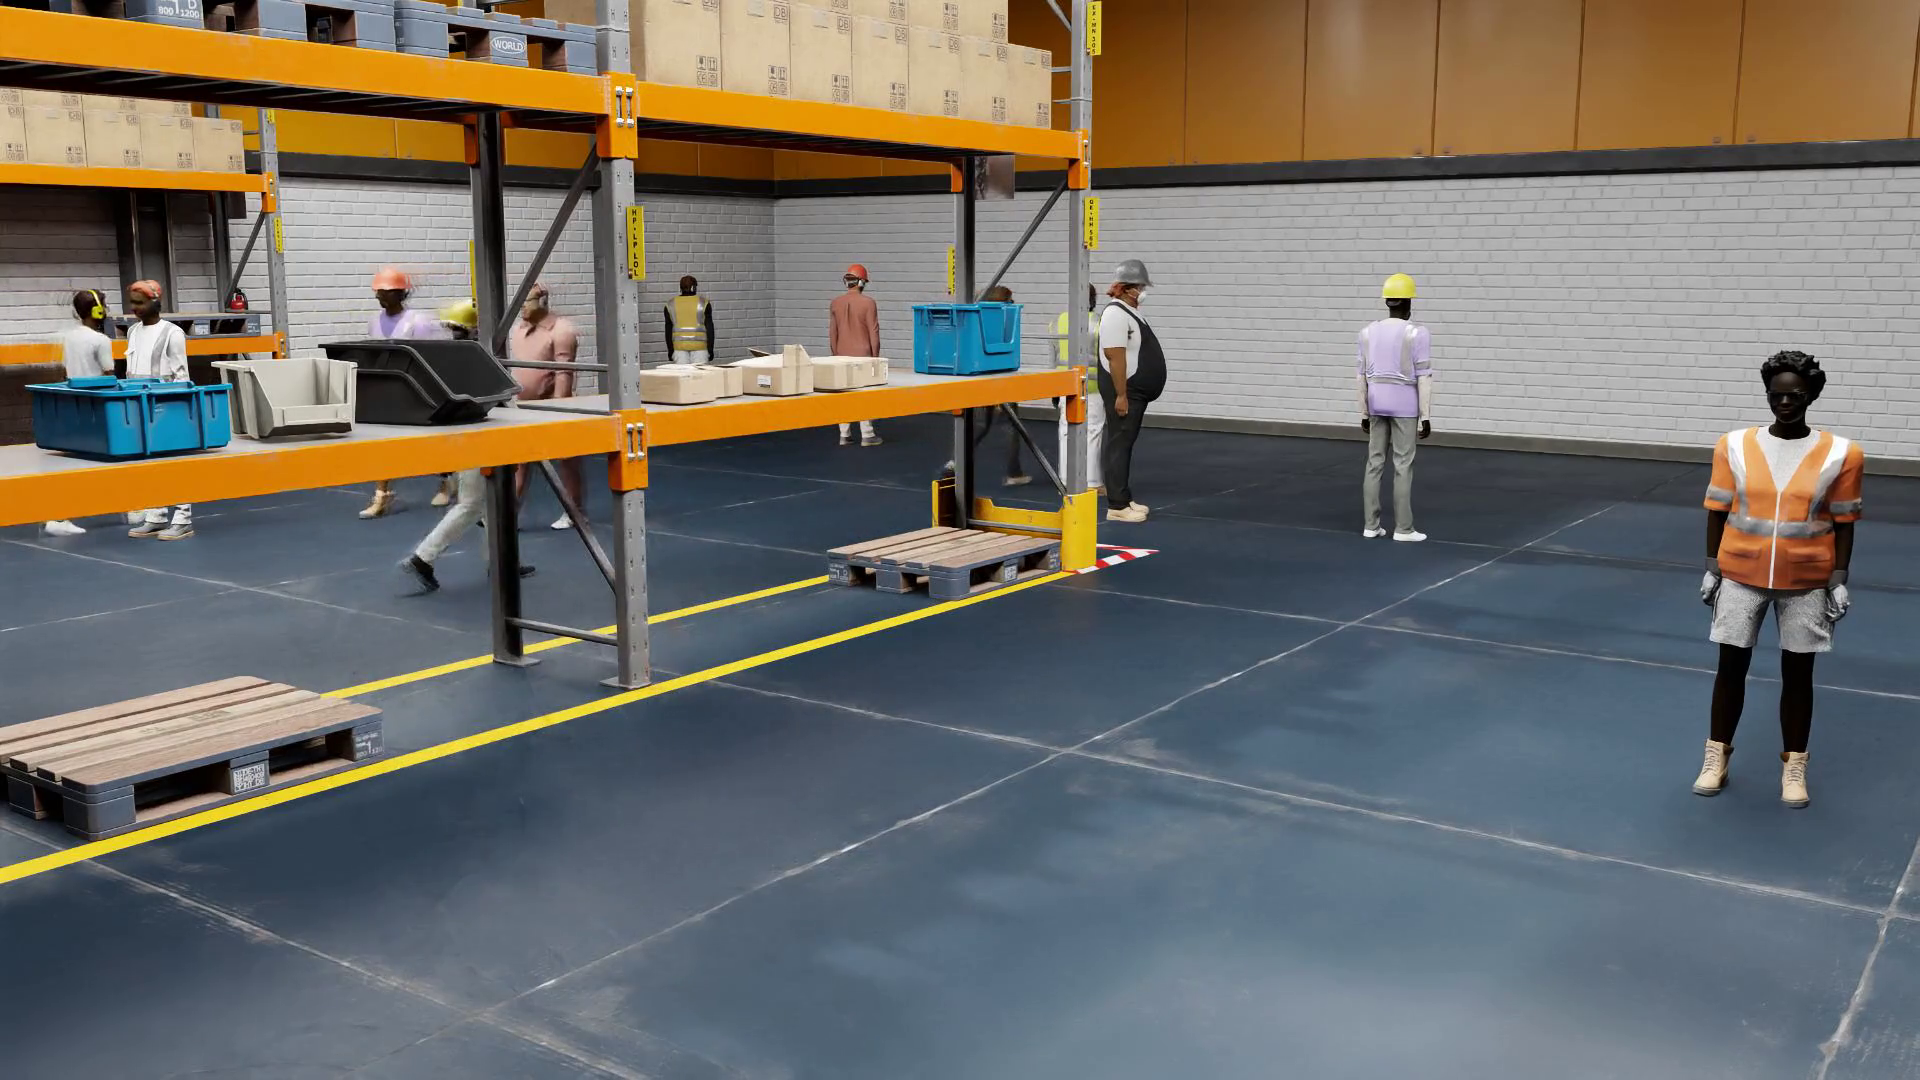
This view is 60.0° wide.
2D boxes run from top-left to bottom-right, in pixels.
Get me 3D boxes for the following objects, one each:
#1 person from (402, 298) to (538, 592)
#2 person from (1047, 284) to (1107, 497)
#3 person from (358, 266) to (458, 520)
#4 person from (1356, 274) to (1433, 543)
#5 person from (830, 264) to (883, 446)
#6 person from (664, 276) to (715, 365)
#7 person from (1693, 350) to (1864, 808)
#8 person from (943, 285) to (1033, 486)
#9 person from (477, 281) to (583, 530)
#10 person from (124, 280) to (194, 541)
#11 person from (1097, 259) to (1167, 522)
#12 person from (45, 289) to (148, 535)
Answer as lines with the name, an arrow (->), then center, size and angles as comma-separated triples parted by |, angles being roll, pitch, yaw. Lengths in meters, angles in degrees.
person -> -3.061, -0.589, 10.271 | 0.841, 1.802, 0.590 | -6, 11, -33
person -> 1.076, -1.277, 14.333 | 0.638, 1.840, 0.476 | 7, 12, 34
person -> -4.430, -1.199, 13.352 | 0.624, 1.998, 1.047 | 3, 10, 20
person -> 3.132, -0.944, 11.987 | 0.588, 1.930, 0.358 | 9, 13, 44
person -> -1.132, -2.027, 18.258 | 0.610, 1.991, 0.389 | 5, 11, 28
person -> -3.392, -2.403, 20.961 | 0.619, 1.838, 0.430 | 0, 10, 2
person -> 3.038, 0.145, 6.200 | 0.532, 1.697, 0.319 | 5, 11, 30
person -> 0.265, -1.351, 14.777 | 0.879, 1.816, 0.507 | -8, 12, -38
person -> -3.166, -0.963, 12.281 | 0.679, 1.860, 0.952 | 6, 11, 31
person -> -5.841, -0.937, 12.088 | 0.572, 1.884, 0.356 | 5, 11, 27
person -> 1.349, -1.176, 13.041 | 0.537, 2.000, 0.678 | 2, 10, 11
person -> -6.490, -0.965, 12.461 | 0.554, 1.820, 1.001 | 6, 11, 31
